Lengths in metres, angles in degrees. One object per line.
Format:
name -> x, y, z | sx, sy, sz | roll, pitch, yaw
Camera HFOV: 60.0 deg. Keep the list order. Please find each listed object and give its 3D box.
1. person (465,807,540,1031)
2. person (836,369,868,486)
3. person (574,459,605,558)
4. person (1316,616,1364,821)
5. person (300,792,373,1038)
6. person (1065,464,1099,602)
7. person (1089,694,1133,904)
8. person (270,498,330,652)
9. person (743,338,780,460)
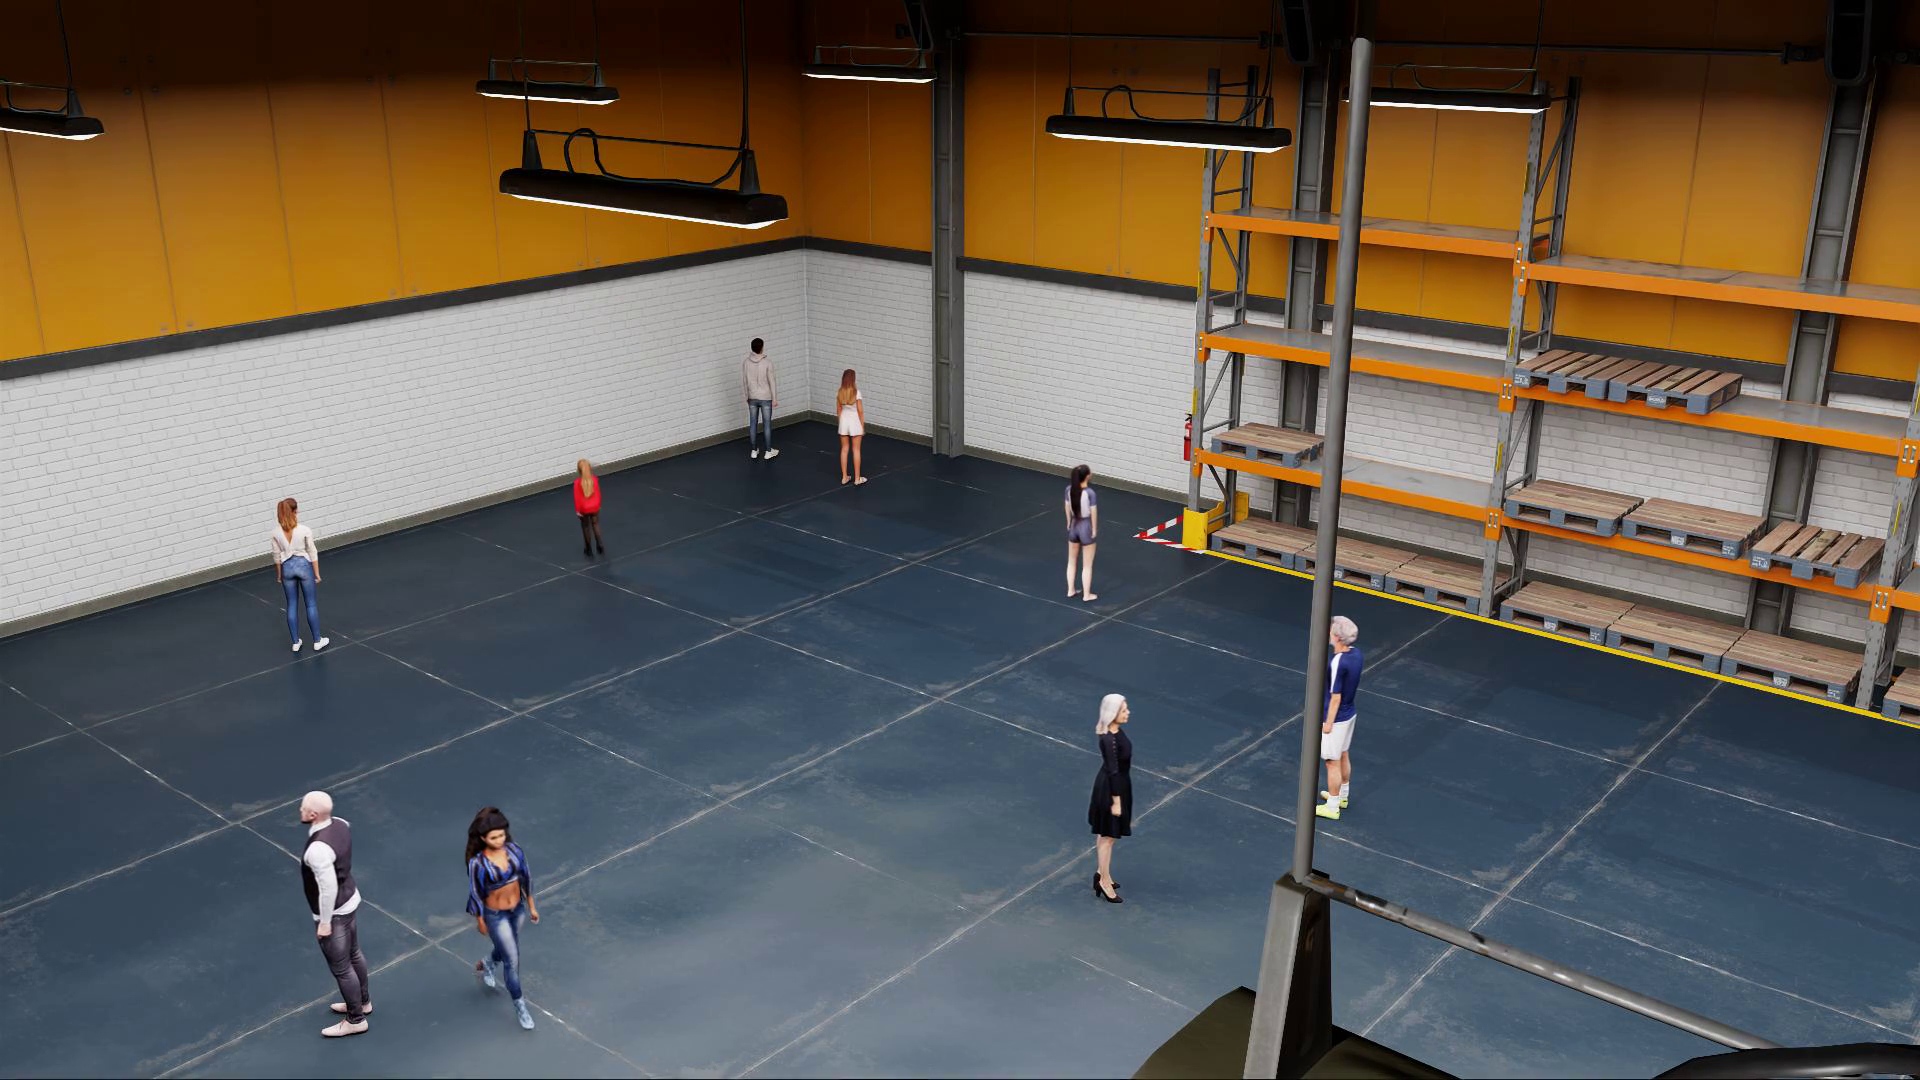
person -> -3.235, 2.605, 11.688 | 1.019, 1.589, 0.637 | 17, 25, 40
person -> -1.597, -1.653, 24.163 | 0.581, 1.696, 0.693 | 8, 20, 22
person -> -4.684, -0.390, 21.074 | 0.609, 1.273, 0.709 | -11, 21, -29
person -> 3.292, 1.529, 14.493 | 0.587, 1.838, 0.662 | 11, 22, 30
person -> -4.313, 2.558, 11.462 | 0.829, 1.822, 0.763 | -2, 19, -6
person -> 1.434, -0.096, 19.613 | 0.439, 1.650, 0.648 | 16, 24, 39
person -> 1.210, 2.021, 13.177 | 0.745, 1.746, 0.705 | 1, 19, 3
person -> -7.223, 0.368, 18.125 | 0.675, 1.720, 0.735 | -2, 19, -5
person -> -3.076, -2.179, 25.480 | 0.682, 1.853, 0.813 | 4, 19, 11
